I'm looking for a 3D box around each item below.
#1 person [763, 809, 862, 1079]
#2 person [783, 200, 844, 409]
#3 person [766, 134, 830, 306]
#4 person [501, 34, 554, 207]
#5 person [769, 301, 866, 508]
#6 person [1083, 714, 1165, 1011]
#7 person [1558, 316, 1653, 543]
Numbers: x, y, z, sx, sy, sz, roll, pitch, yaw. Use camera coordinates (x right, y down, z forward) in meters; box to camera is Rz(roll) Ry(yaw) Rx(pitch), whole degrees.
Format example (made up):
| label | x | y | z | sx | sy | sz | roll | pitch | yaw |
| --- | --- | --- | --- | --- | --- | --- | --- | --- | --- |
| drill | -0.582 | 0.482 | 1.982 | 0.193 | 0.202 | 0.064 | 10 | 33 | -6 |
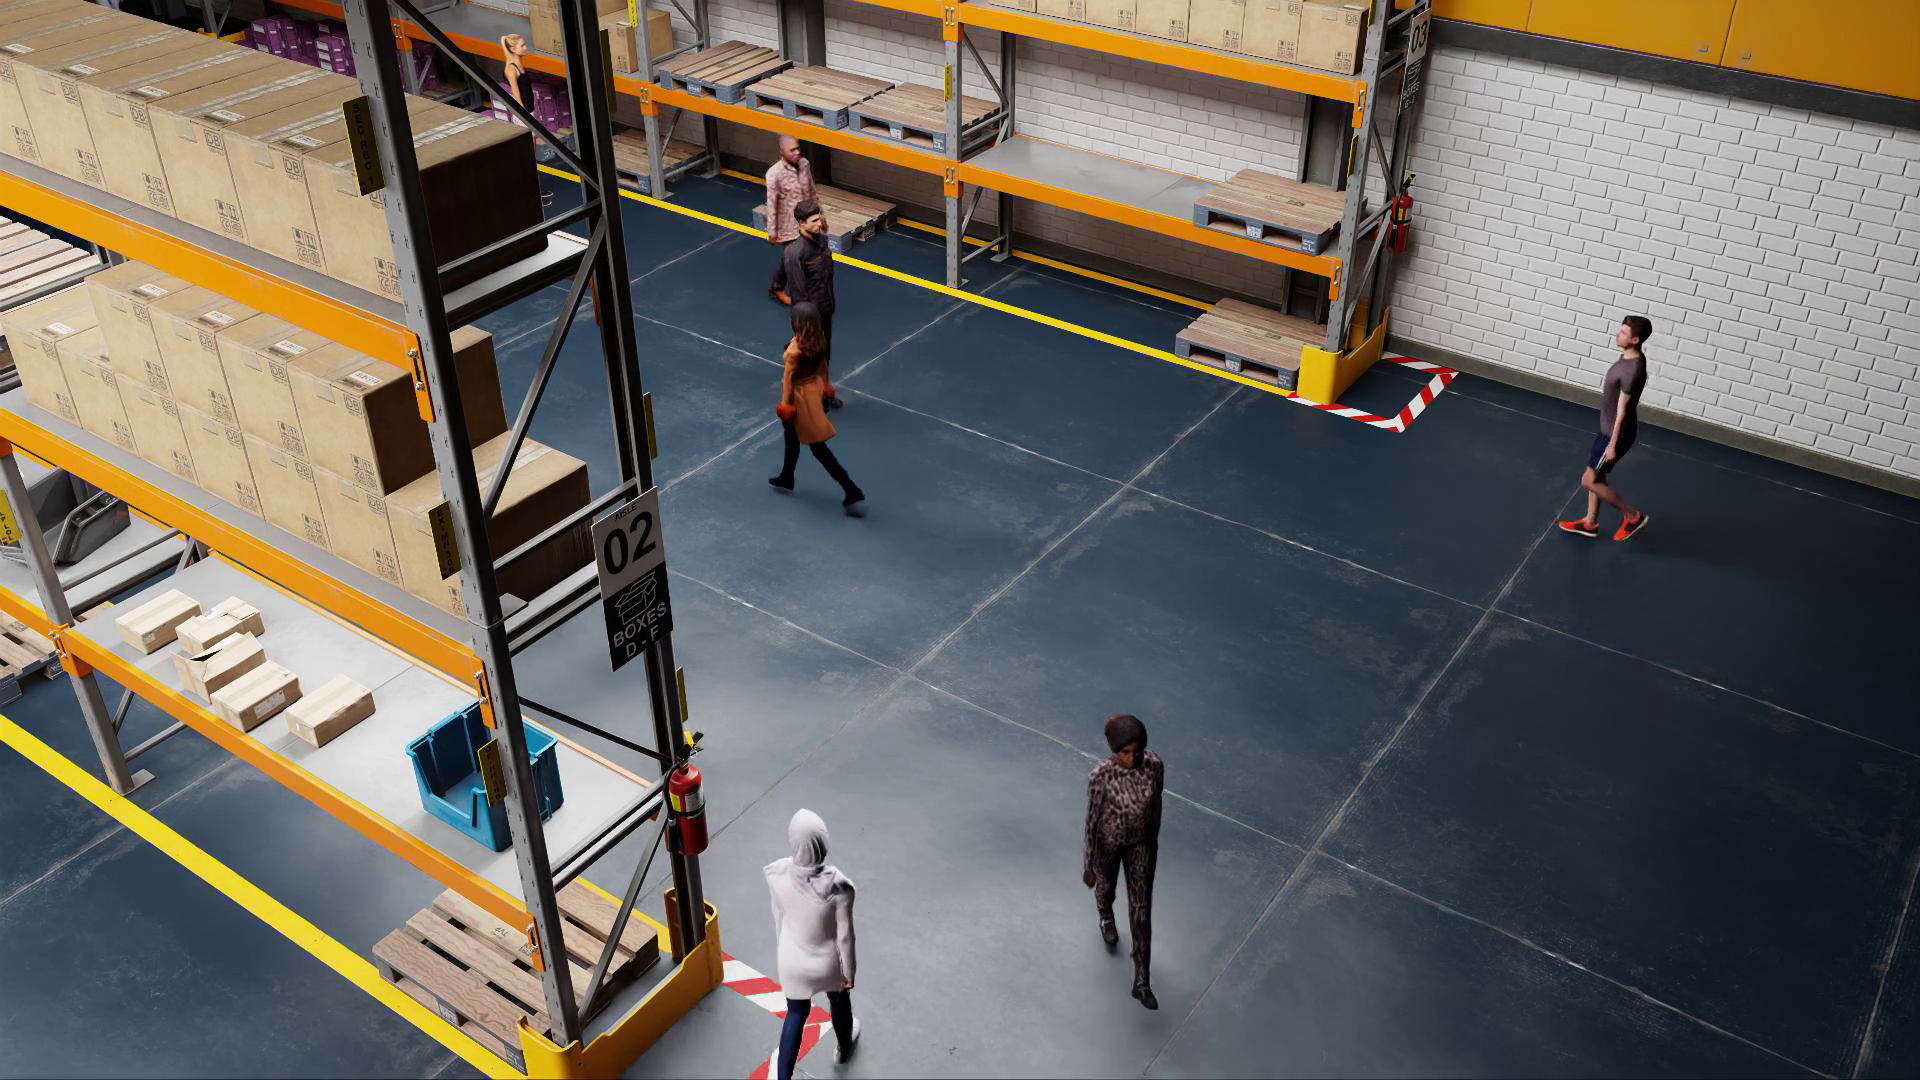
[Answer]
| label | x | y | z | sx | sy | sz | roll | pitch | yaw |
| --- | --- | --- | --- | --- | --- | --- | --- | --- | --- |
| person | -0.745 | 2.076 | 8.015 | 1.069 | 1.755 | 0.914 | 8 | 35 | 12 |
| person | -1.239 | -1.921 | 13.857 | 0.674 | 1.946 | 0.753 | 13 | 36 | 18 |
| person | -1.606 | -2.943 | 15.546 | 1.154 | 1.777 | 0.682 | 22 | 40 | 30 |
| person | -4.696 | -4.552 | 17.905 | 0.727 | 1.846 | 0.682 | -3 | 34 | -4 |
| person | -1.097 | -0.984 | 12.685 | 1.173 | 1.681 | 0.788 | 16 | 37 | 23 |
| person | 0.837 | 1.571 | 8.846 | 1.061 | 1.678 | 1.106 | -5 | 34 | -7 |
| person | 4.906 | -0.779 | 12.234 | 0.909 | 1.840 | 0.762 | 13 | 36 | 18 |
